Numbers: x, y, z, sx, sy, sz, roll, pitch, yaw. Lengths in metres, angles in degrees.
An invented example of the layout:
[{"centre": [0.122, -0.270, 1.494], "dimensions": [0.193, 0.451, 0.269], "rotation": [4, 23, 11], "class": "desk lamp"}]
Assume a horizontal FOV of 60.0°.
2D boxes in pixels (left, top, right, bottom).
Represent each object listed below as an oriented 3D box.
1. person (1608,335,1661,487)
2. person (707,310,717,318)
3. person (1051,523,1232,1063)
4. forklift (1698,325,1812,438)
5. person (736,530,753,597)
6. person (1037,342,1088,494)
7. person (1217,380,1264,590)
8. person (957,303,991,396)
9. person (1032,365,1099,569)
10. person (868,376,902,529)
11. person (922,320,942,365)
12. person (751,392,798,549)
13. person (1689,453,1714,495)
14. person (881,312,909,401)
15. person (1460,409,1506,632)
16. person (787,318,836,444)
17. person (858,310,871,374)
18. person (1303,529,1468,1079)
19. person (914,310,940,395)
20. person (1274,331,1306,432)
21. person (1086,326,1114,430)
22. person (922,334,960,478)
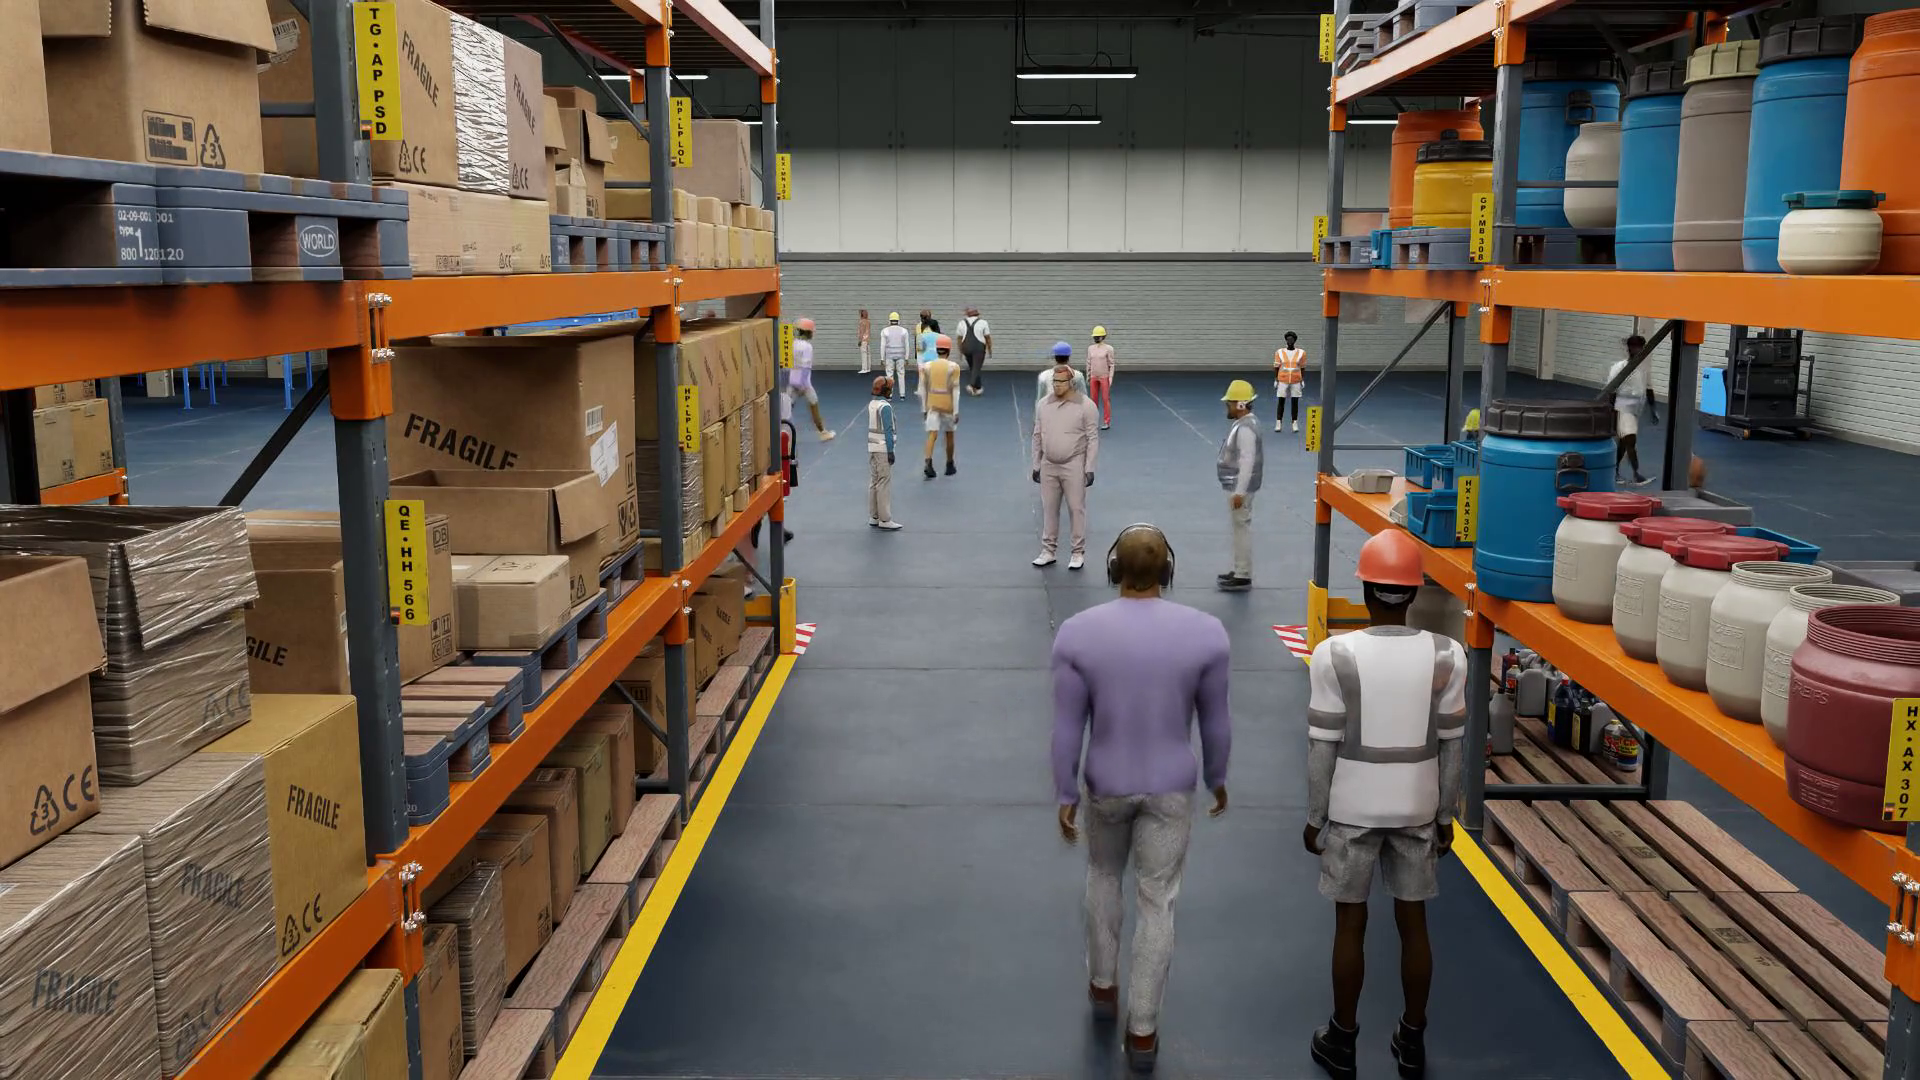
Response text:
[{"centre": [8.650, -1.639, 21.220], "dimensions": [0.610, 1.923, 0.960], "rotation": [-5, 11, -28], "class": "person"}, {"centre": [-5.304, -4.086, 36.256], "dimensions": [0.813, 1.807, 0.528], "rotation": [-3, 10, -17], "class": "person"}, {"centre": [0.675, 0.881, 6.134], "dimensions": [0.642, 1.910, 0.775], "rotation": [2, 10, 10], "class": "person"}, {"centre": [13.248, -3.165, 27.620], "dimensions": [1.129, 2.768, 1.873], "rotation": [0, 9, 1], "class": "forklift"}, {"centre": [-2.067, -0.392, 13.881], "dimensions": [0.674, 1.868, 0.911], "rotation": [6, 11, 32], "class": "person"}, {"centre": [1.243, -1.446, 20.186], "dimensions": [0.603, 1.891, 1.038], "rotation": [5, 11, 28], "class": "person"}, {"centre": [2.452, -0.488, 14.593], "dimensions": [0.404, 1.828, 0.599], "rotation": [1, 10, 9], "class": "person"}, {"centre": [0.285, -4.122, 35.861], "dimensions": [0.699, 2.000, 1.001], "rotation": [4, 10, 22], "class": "person"}, {"centre": [0.959, -0.685, 15.559], "dimensions": [0.652, 1.904, 0.402], "rotation": [5, 11, 27], "class": "person"}, {"centre": [-0.836, -0.944, 17.902], "dimensions": [0.308, 1.639, 0.510], "rotation": [-4, 10, -24], "class": "person"}, {"centre": [-0.529, -3.711, 34.340], "dimensions": [0.532, 1.683, 0.446], "rotation": [1, 10, 4], "class": "person"}, {"centre": [-1.962, -0.869, 16.687], "dimensions": [0.565, 1.903, 0.919], "rotation": [4, 10, 23], "class": "person"}, {"centre": [4.707, 0.231, 10.903], "dimensions": [0.519, 1.628, 0.366], "rotation": [-3, 10, -15], "class": "person"}, {"centre": [-1.352, -3.785, 34.342], "dimensions": [0.599, 1.830, 0.404], "rotation": [-2, 10, -13], "class": "person"}, {"centre": [4.003, -0.141, 12.850], "dimensions": [0.888, 1.719, 0.535], "rotation": [0, 9, -2], "class": "person"}, {"centre": [-2.474, -2.475, 26.071], "dimensions": [1.083, 1.985, 0.614], "rotation": [-8, 12, -39], "class": "person"}, {"centre": [-2.472, -5.124, 42.929], "dimensions": [0.310, 1.642, 0.514], "rotation": [4, 10, 21], "class": "person"}, {"centre": [1.469, 0.923, 5.823], "dimensions": [0.548, 1.937, 0.358], "rotation": [0, 9, -2], "class": "person"}, {"centre": [-0.733, -4.030, 35.803], "dimensions": [0.621, 1.838, 0.429], "rotation": [7, 12, 36], "class": "person"}, {"centre": [5.566, -2.674, 28.089], "dimensions": [0.540, 1.695, 0.317], "rotation": [1, 10, 8], "class": "person"}, {"centre": [2.390, -2.783, 28.545], "dimensions": [0.533, 1.765, 0.329], "rotation": [7, 12, 36], "class": "person"}, {"centre": [-0.266, -1.790, 22.201], "dimensions": [0.553, 1.903, 0.941], "rotation": [3, 10, 18], "class": "person"}]
